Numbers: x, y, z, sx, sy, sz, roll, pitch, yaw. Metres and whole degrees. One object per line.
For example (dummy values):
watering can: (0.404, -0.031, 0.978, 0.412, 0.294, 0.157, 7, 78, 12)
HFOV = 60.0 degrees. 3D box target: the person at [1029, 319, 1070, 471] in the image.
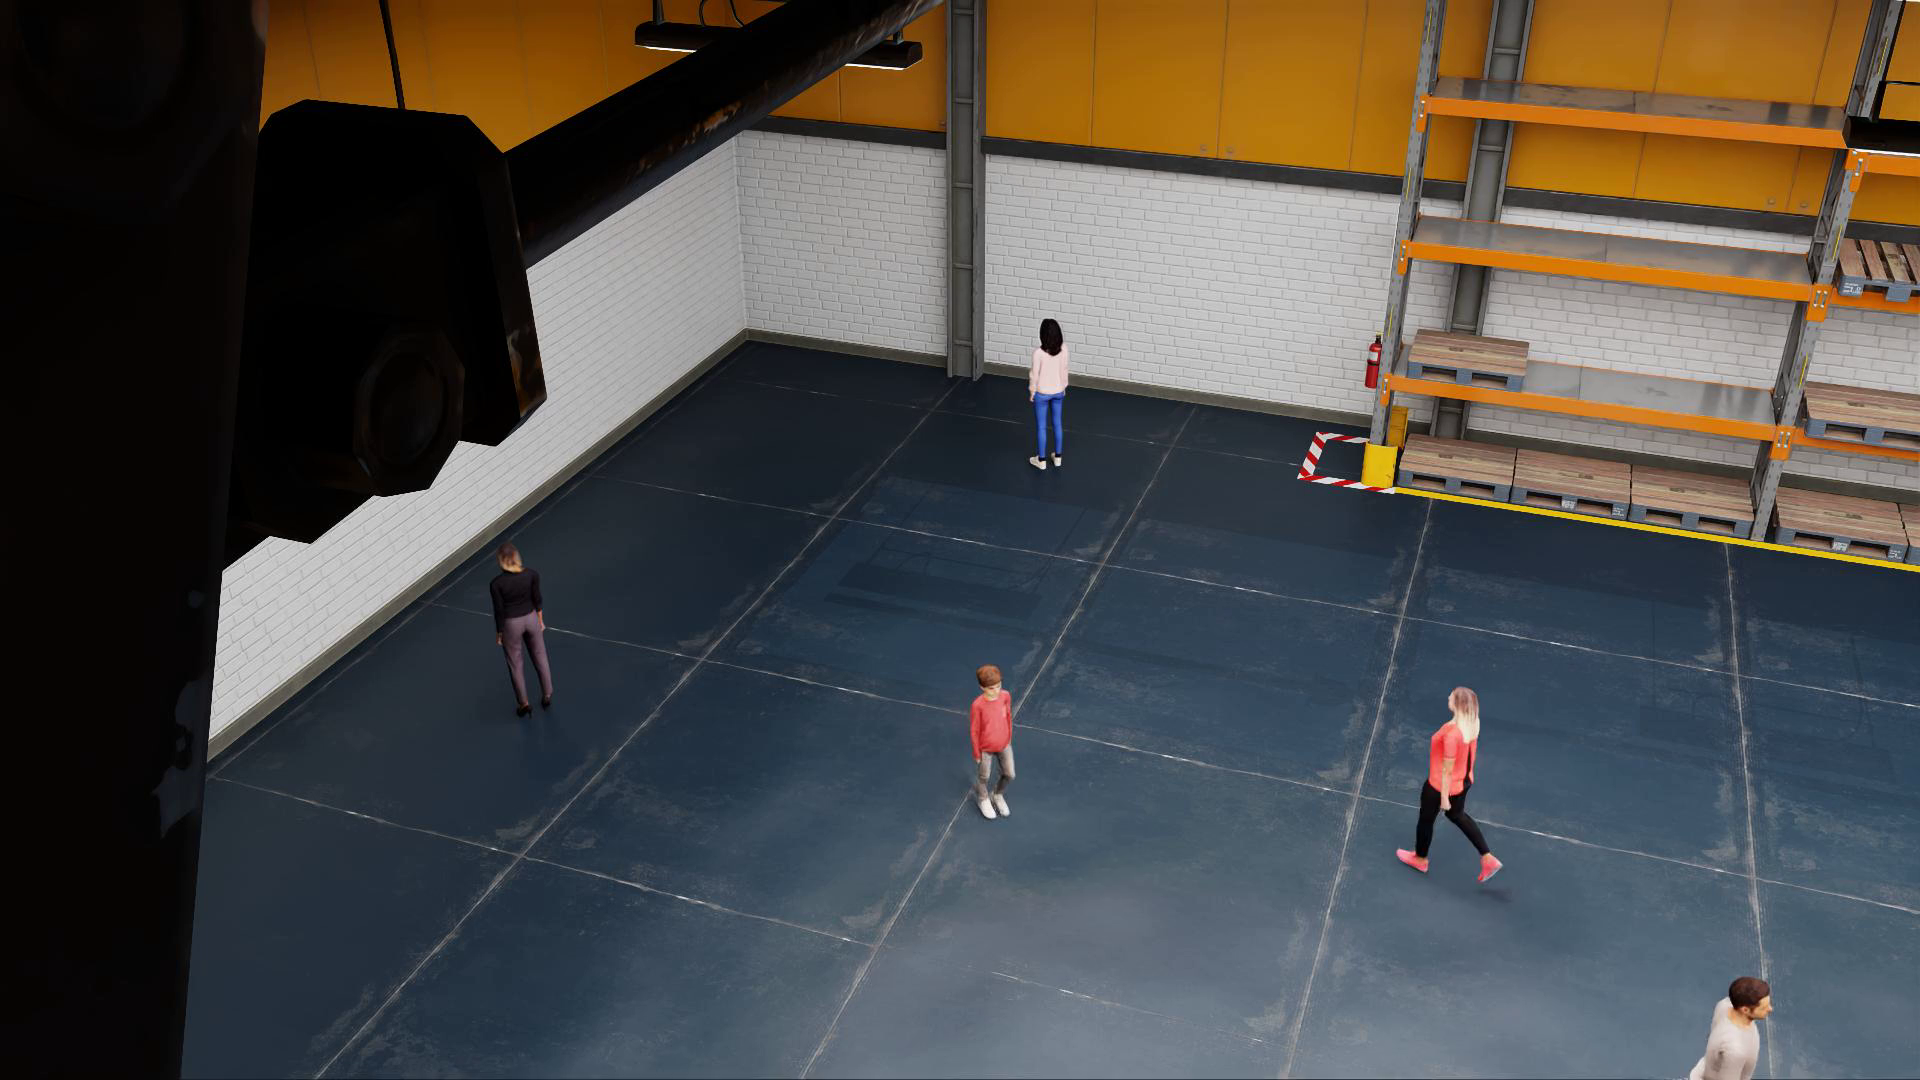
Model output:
person: (0.995, -1.637, 18.581, 0.707, 1.770, 0.774, -12, 31, -20)

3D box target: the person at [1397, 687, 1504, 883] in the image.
person: (3.714, 1.840, 12.307, 1.090, 1.674, 0.862, 25, 37, 38)

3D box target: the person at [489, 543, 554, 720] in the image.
person: (-3.764, 0.777, 14.262, 0.690, 1.669, 0.710, -20, 35, -32)

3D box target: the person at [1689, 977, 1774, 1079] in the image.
person: (4.282, 3.198, 9.629, 0.719, 1.854, 0.665, 10, 30, 18)

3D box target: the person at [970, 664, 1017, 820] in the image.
person: (0.221, 1.557, 13.107, 0.632, 1.405, 0.689, -14, 31, -24)
